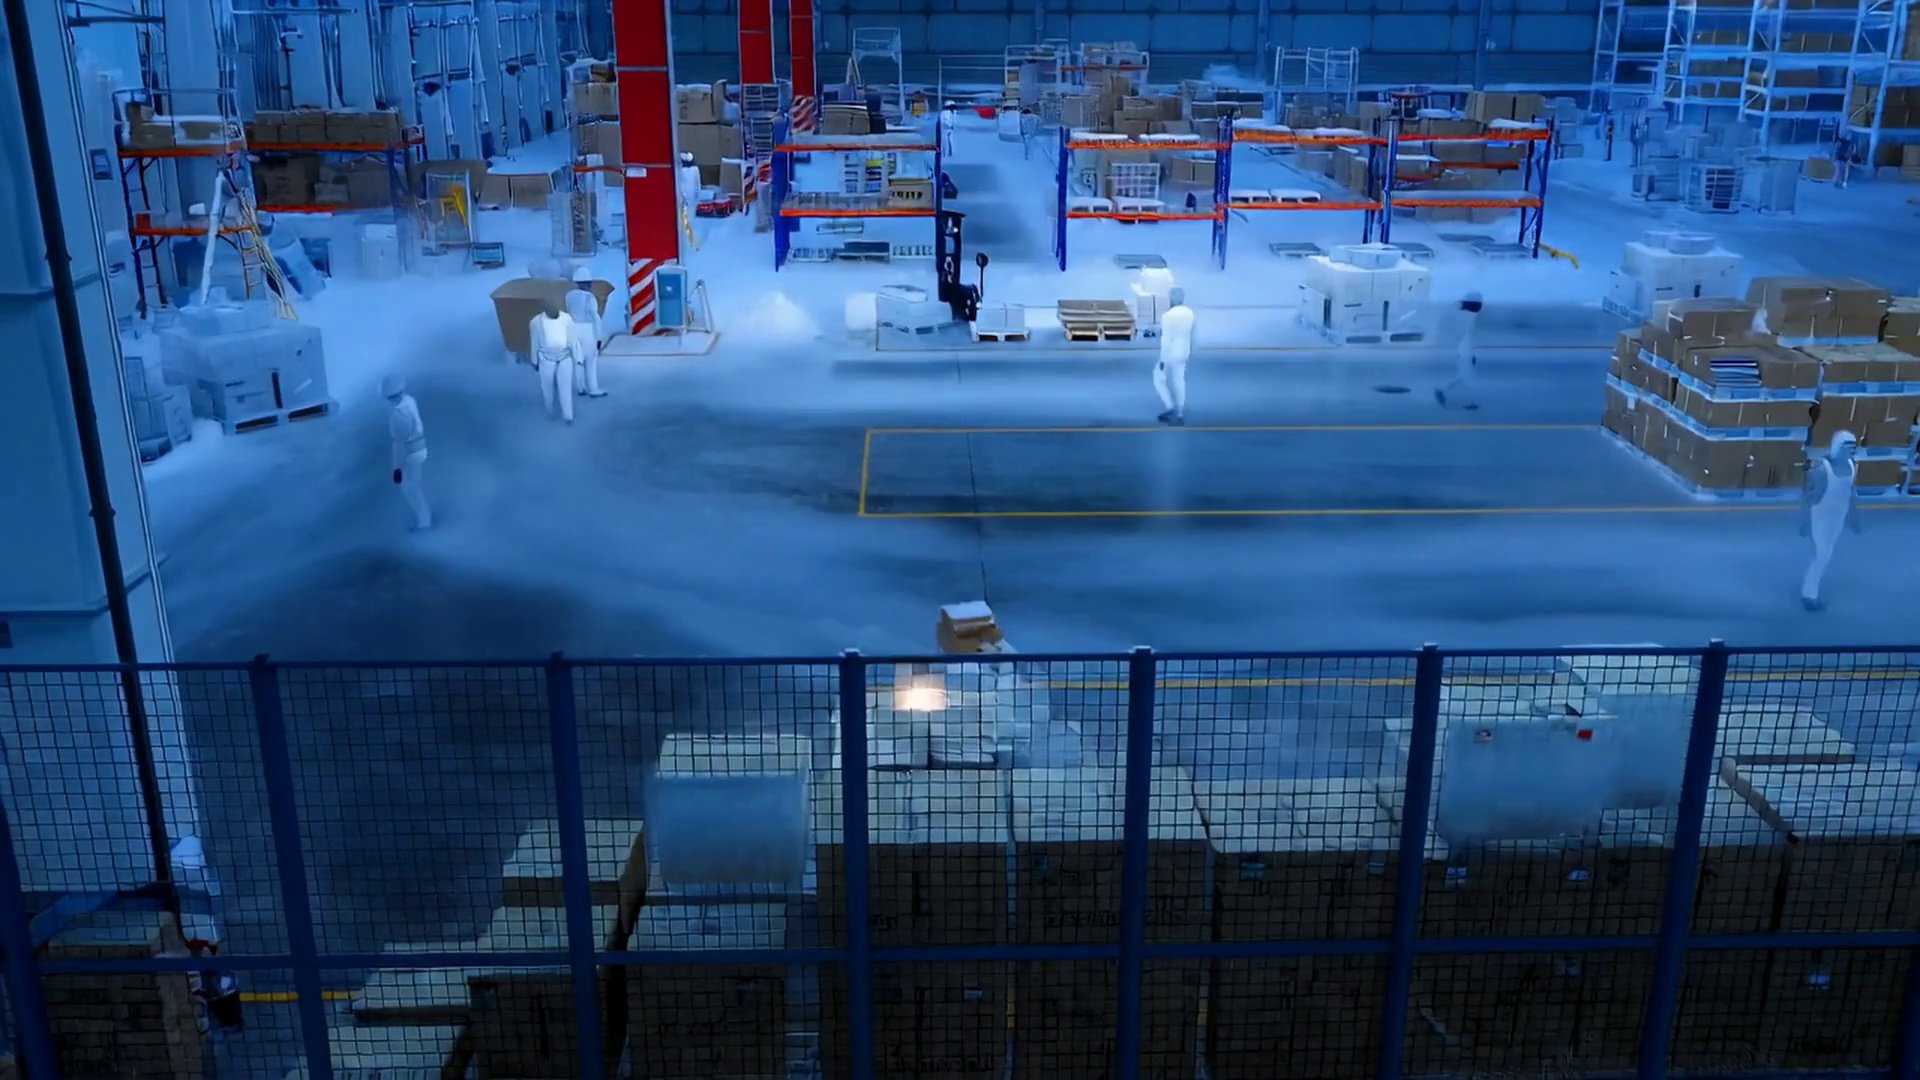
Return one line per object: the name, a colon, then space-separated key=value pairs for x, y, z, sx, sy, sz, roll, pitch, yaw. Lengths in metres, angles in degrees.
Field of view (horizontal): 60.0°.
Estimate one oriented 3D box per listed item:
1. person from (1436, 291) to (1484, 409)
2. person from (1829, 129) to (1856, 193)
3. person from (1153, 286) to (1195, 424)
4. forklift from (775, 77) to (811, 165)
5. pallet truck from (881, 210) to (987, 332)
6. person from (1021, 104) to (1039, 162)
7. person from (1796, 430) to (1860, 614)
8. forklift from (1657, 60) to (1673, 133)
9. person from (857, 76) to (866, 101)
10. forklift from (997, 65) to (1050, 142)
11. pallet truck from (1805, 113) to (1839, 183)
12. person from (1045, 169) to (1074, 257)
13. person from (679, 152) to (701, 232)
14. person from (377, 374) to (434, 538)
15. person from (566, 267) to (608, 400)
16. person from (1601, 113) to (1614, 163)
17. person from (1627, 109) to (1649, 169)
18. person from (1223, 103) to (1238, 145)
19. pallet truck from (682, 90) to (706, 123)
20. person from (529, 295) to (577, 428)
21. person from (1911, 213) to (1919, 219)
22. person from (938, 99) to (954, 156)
person: x=7.132 y=-2.677 z=23.590 sx=0.555 sy=1.722 sz=0.499 roll=1 pitch=19 yaw=3
person: x=25.510 y=-10.943 z=48.013 sx=0.635 sy=1.796 sz=0.955 roll=-3 pitch=19 yaw=-9
person: x=2.936 y=-2.534 z=22.864 sx=0.651 sy=1.918 sz=0.454 roll=-16 pitch=25 yaw=-40
forklift: x=-5.920 y=-13.893 z=55.085 sx=1.873 sy=2.768 sz=1.129 roll=-1 pitch=19 yaw=-1
pallet truck: x=-0.493 y=-4.759 z=29.349 sx=1.885 sy=1.965 sz=0.823 roll=-13 pitch=23 yaw=-34
person: x=2.353 y=-13.742 z=56.167 sx=0.635 sy=1.884 sz=1.014 roll=1 pitch=19 yaw=3
person: x=8.378 y=-0.171 z=16.009 sx=0.527 sy=1.828 sz=0.513 roll=-7 pitch=20 yaw=-19
forklift: x=28.075 y=-17.646 z=66.219 sx=1.873 sy=2.768 sz=1.129 roll=-1 pitch=19 yaw=-2
person: x=-4.259 y=-19.101 z=72.013 sx=0.379 sy=1.932 sz=0.623 roll=-3 pitch=19 yaw=-8
forklift: x=2.415 y=-16.503 z=62.828 sx=1.873 sy=2.768 sz=1.129 roll=-2 pitch=19 yaw=-7
pallet truck: x=26.403 y=-11.957 z=50.702 sx=0.823 sy=1.965 sz=1.885 roll=6 pitch=19 yaw=16
person: x=2.268 y=-7.275 z=36.972 sx=0.907 sy=1.885 sz=0.612 roll=-17 pitch=25 yaw=-40
person: x=-6.673 y=-8.540 z=40.719 sx=0.545 sy=1.912 sz=0.917 roll=-10 pitch=21 yaw=-28
person: x=-6.032 y=-0.913 z=18.099 sx=0.461 sy=1.894 sz=0.666 roll=-6 pitch=19 yaw=-16
person: x=-5.464 y=-3.014 z=24.276 sx=0.589 sy=1.930 sz=0.361 roll=11 pitch=22 yaw=30
person: x=21.807 y=-13.528 z=55.934 sx=0.314 sy=1.629 sz=0.509 roll=1 pitch=19 yaw=2
person: x=22.060 y=-13.030 z=54.031 sx=0.386 sy=1.909 sz=0.589 roll=-8 pitch=20 yaw=-22
person: x=9.827 y=-15.048 z=60.454 sx=0.520 sy=1.625 sz=0.439 roll=7 pitch=20 yaw=20
pallet truck: x=-9.671 y=-15.907 z=62.421 sx=0.823 sy=1.965 sz=1.885 roll=5 pitch=19 yaw=15
person: x=-5.598 y=-2.499 z=22.943 sx=0.632 sy=1.812 sz=0.901 roll=-7 pitch=20 yaw=-21
person: x=25.040 y=-9.135 z=42.553 sx=0.916 sy=1.853 sz=0.579 roll=5 pitch=19 yaw=14
person: x=-0.484 y=-14.360 z=57.923 sx=0.549 sy=1.936 sz=0.376 roll=-1 pitch=19 yaw=-2
